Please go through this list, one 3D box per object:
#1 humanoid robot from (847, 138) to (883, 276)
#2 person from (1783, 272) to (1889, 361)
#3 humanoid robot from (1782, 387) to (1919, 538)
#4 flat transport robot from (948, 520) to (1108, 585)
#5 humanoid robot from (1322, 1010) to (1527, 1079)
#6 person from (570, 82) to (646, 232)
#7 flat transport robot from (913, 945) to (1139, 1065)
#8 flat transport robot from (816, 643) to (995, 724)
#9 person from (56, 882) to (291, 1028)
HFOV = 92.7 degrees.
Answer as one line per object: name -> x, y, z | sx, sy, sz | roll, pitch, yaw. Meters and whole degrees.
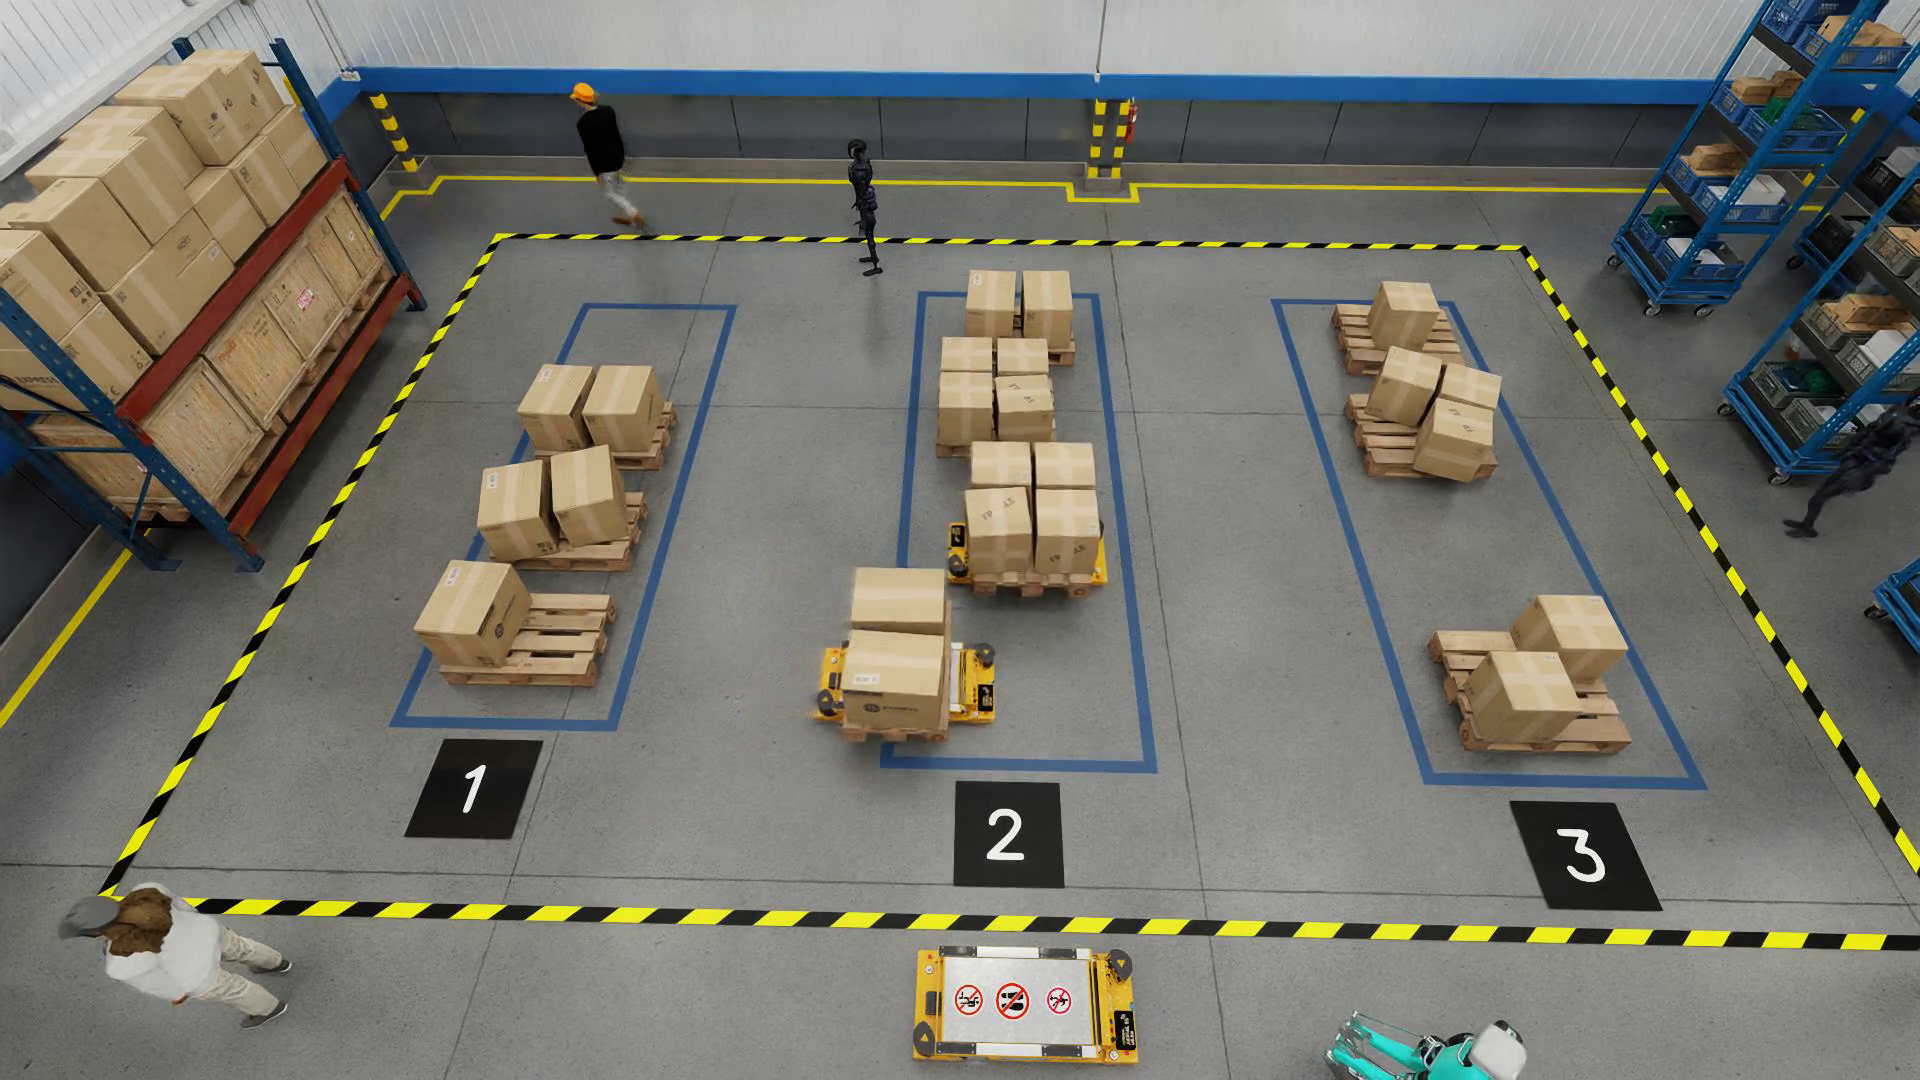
humanoid robot -> -1.125, -3.893, 10.740 | 0.315, 1.659, 0.599 | -7, 51, -6
person -> 9.357, -2.387, 9.395 | 0.642, 1.897, 0.937 | 8, 51, 7
humanoid robot -> 7.991, -0.671, 8.128 | 0.325, 1.636, 0.618 | 20, 54, 16
flat transport robot -> 0.615, 0.089, 8.395 | 1.431, 0.197, 0.652 | 1, 51, 1
humanoid robot -> 2.439, 2.857, 5.120 | 0.533, 1.681, 0.735 | -36, 59, -26
person -> -4.267, -4.633, 11.234 | 0.619, 1.867, 0.587 | 21, 54, 17
flat transport robot -> 0.422, 3.041, 6.007 | 1.431, 0.231, 0.659 | 1, 51, 1
flat transport robot -> -0.429, 1.158, 7.524 | 1.431, 0.197, 0.652 | 1, 51, 1
person -> -4.611, 2.483, 5.493 | 0.398, 1.769, 0.563 | -13, 52, -11
